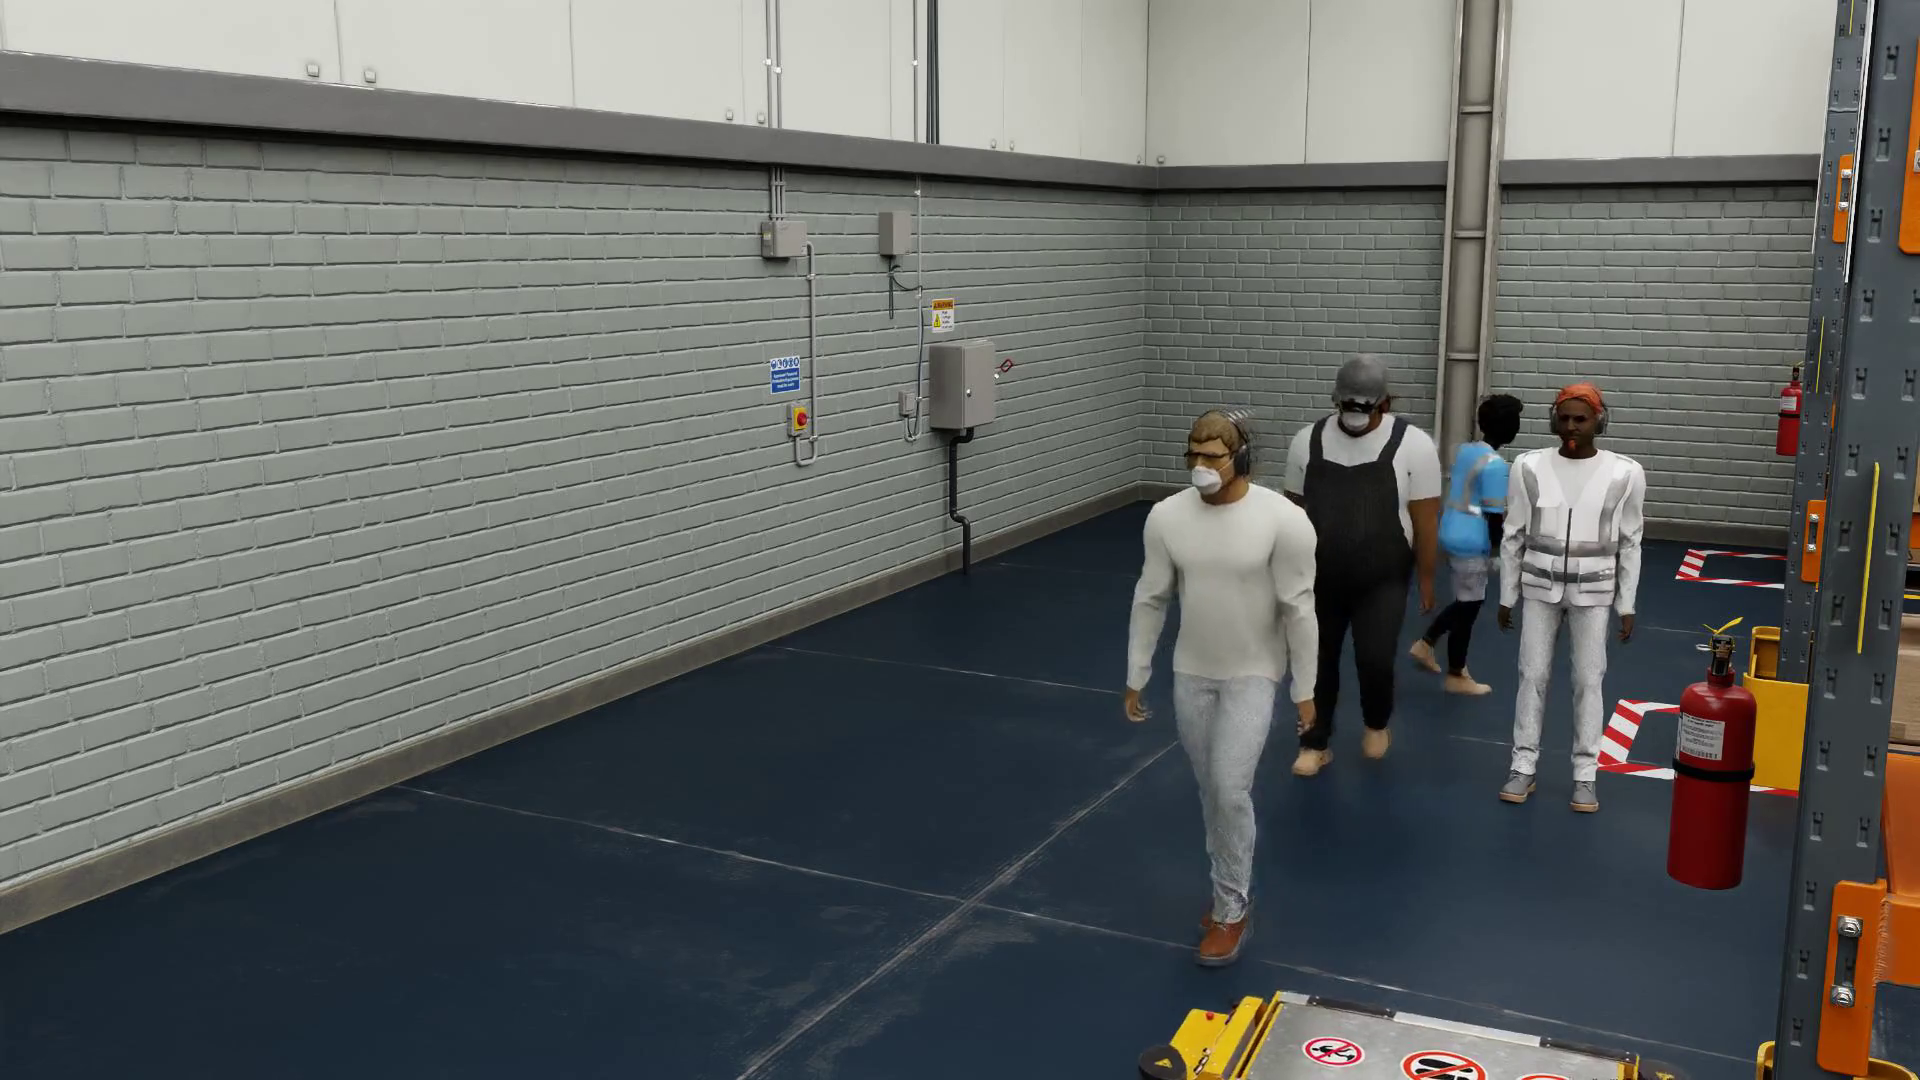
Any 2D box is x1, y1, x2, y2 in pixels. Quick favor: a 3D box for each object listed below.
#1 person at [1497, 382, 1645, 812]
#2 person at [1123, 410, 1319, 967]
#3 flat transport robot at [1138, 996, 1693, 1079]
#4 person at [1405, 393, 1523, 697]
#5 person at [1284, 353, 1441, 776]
[{"bbox_3d":[2.672,0.252,7.313,0.597,1.882,0.338,5,12,26],"label":"person"},{"bbox_3d":[0.872,0.509,5.800,0.659,1.914,0.711,8,13,37],"label":"person"},{"bbox_3d":[1.253,1.550,4.620,1.431,0.197,0.652,4,11,23],"label":"flat transport robot"},{"bbox_3d":[2.768,0.040,9.003,0.435,1.674,0.545,0,10,3],"label":"person"},{"bbox_3d":[1.804,0.114,7.625,0.769,2.000,0.570,6,12,28],"label":"person"}]
